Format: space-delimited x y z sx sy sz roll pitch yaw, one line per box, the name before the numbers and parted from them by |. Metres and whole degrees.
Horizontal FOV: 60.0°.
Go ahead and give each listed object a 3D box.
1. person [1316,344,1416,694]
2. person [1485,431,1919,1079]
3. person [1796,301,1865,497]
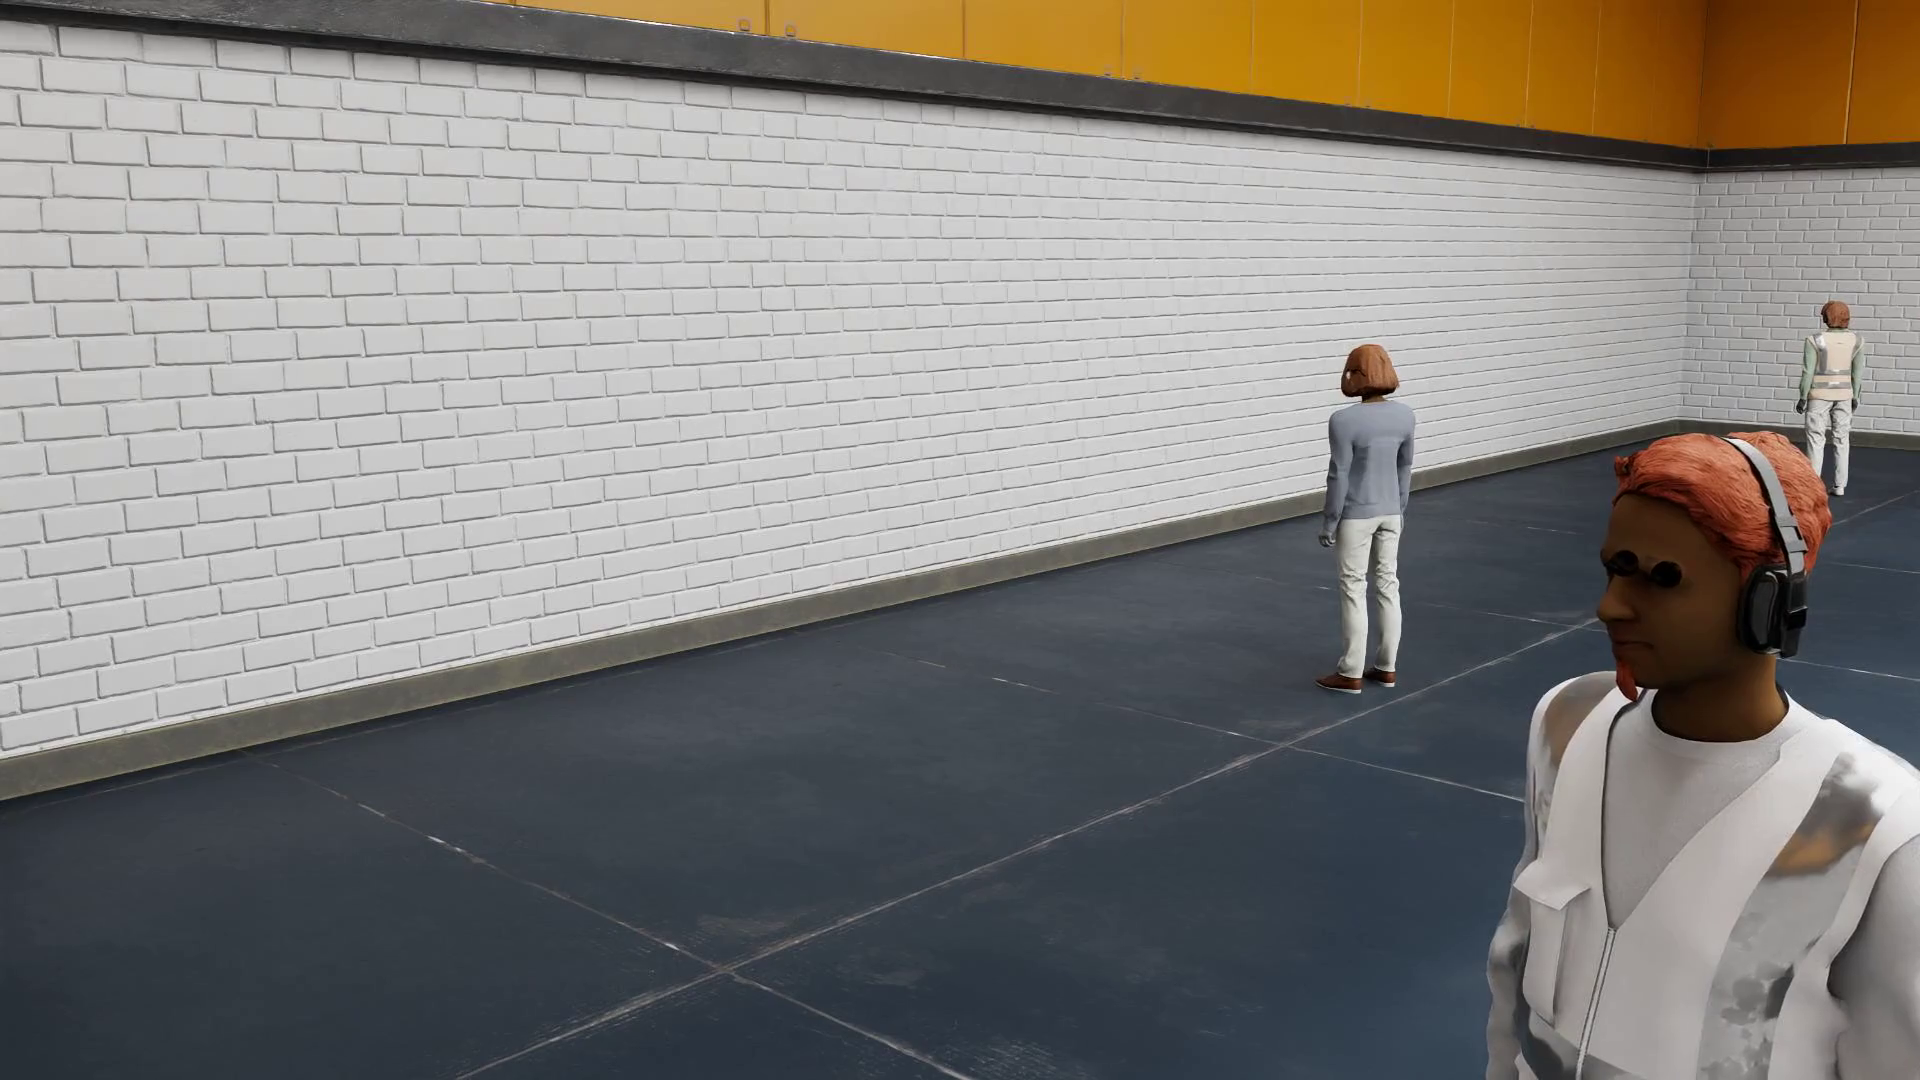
person | 1.899 -0.097 7.789 0.499 1.635 0.287 -6 11 -29
person | 0.801 0.813 1.899 0.346 1.882 0.584 -4 11 -24
person | 7.240 -1.165 13.858 0.523 1.639 0.306 0 10 -2
